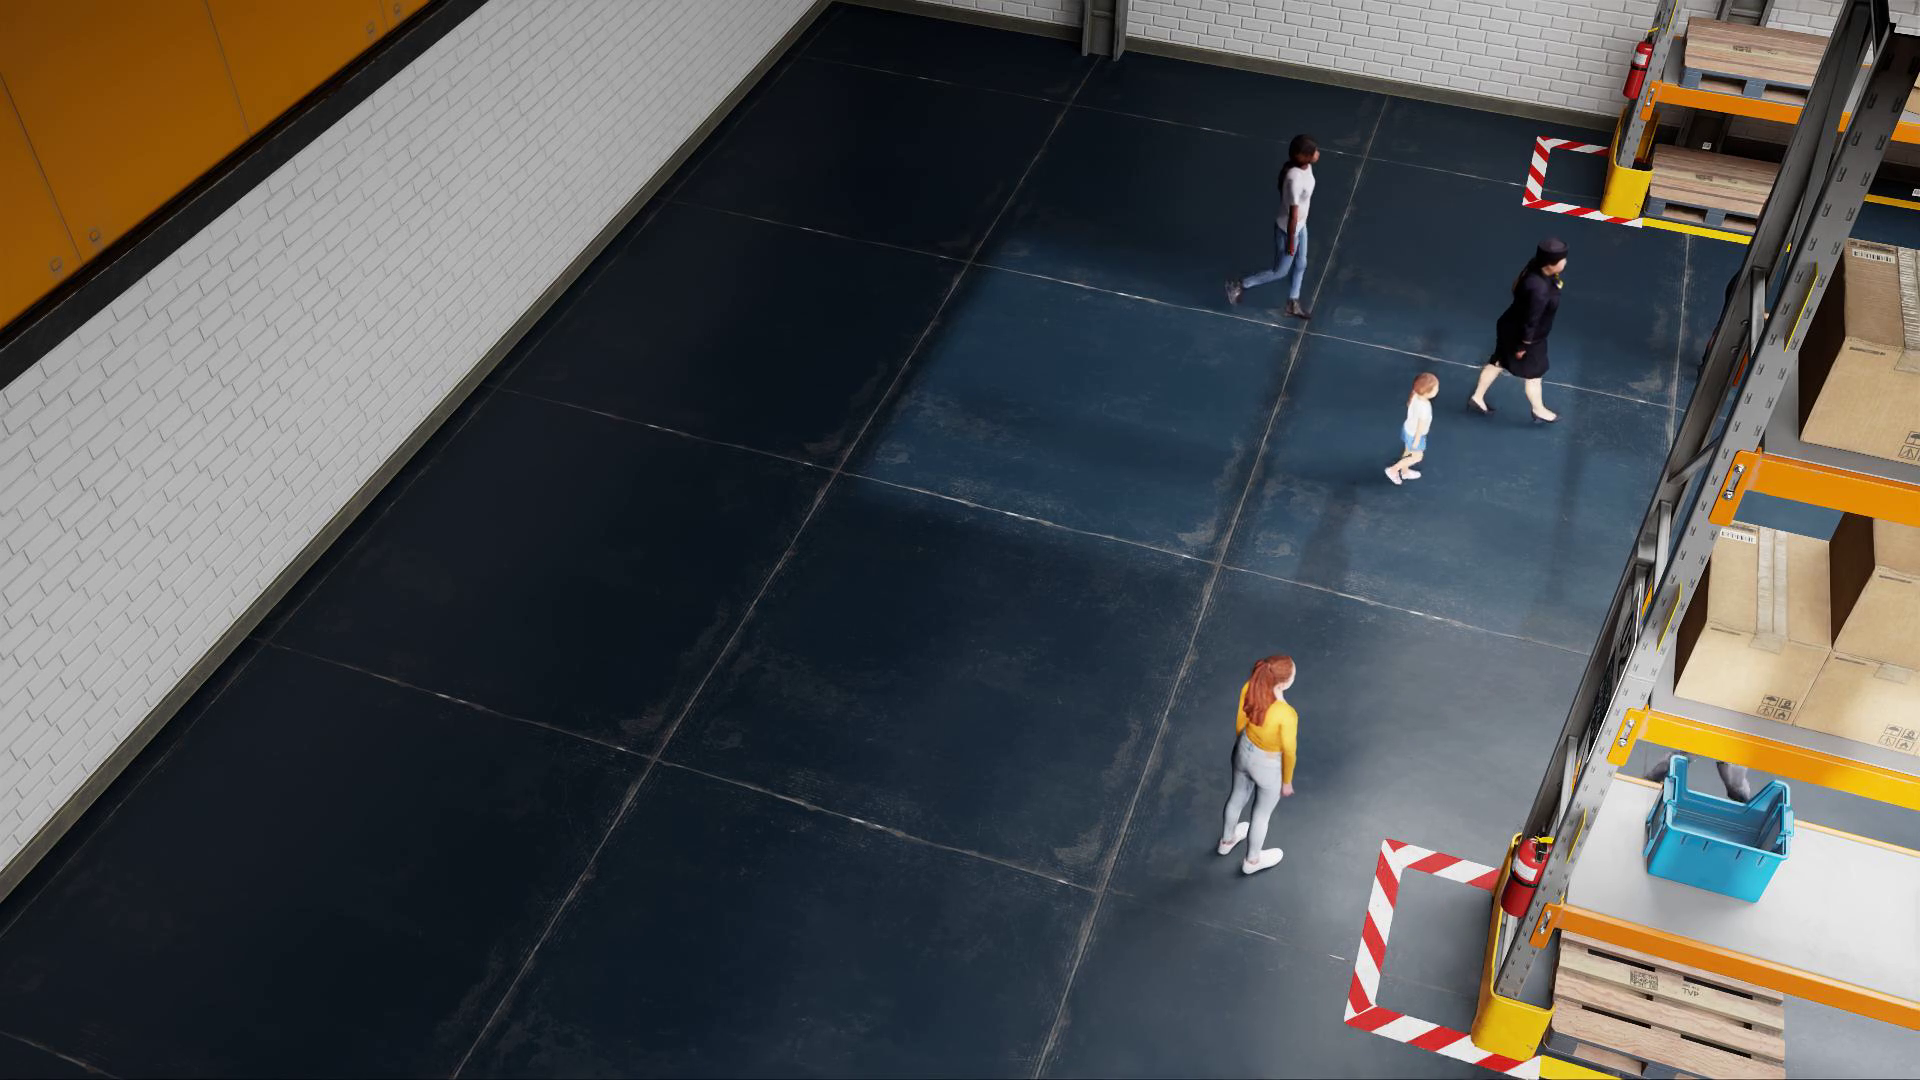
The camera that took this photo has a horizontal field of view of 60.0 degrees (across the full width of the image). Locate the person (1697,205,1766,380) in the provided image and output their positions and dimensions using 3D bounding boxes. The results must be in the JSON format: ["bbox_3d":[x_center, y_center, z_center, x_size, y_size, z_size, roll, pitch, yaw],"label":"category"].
[{"bbox_3d":[6.143,-1.951,13.024,0.575,1.705,0.634,25,49,24],"label":"person"}]

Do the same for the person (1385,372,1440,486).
[{"bbox_3d":[3.341,-0.828,12.345,0.583,1.015,0.507,-2,44,-2],"label":"person"}]

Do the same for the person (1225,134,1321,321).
[{"bbox_3d":[2.634,-2.555,13.659,0.981,1.704,0.599,15,46,15],"label":"person"}]

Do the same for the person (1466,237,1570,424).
[{"bbox_3d":[4.207,-1.577,12.676,1.035,1.644,0.816,5,44,6],"label":"person"}]

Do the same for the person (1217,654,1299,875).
[{"bbox_3d":[1.729,1.280,9.600,0.734,1.749,0.641,-28,50,-26],"label":"person"}]
